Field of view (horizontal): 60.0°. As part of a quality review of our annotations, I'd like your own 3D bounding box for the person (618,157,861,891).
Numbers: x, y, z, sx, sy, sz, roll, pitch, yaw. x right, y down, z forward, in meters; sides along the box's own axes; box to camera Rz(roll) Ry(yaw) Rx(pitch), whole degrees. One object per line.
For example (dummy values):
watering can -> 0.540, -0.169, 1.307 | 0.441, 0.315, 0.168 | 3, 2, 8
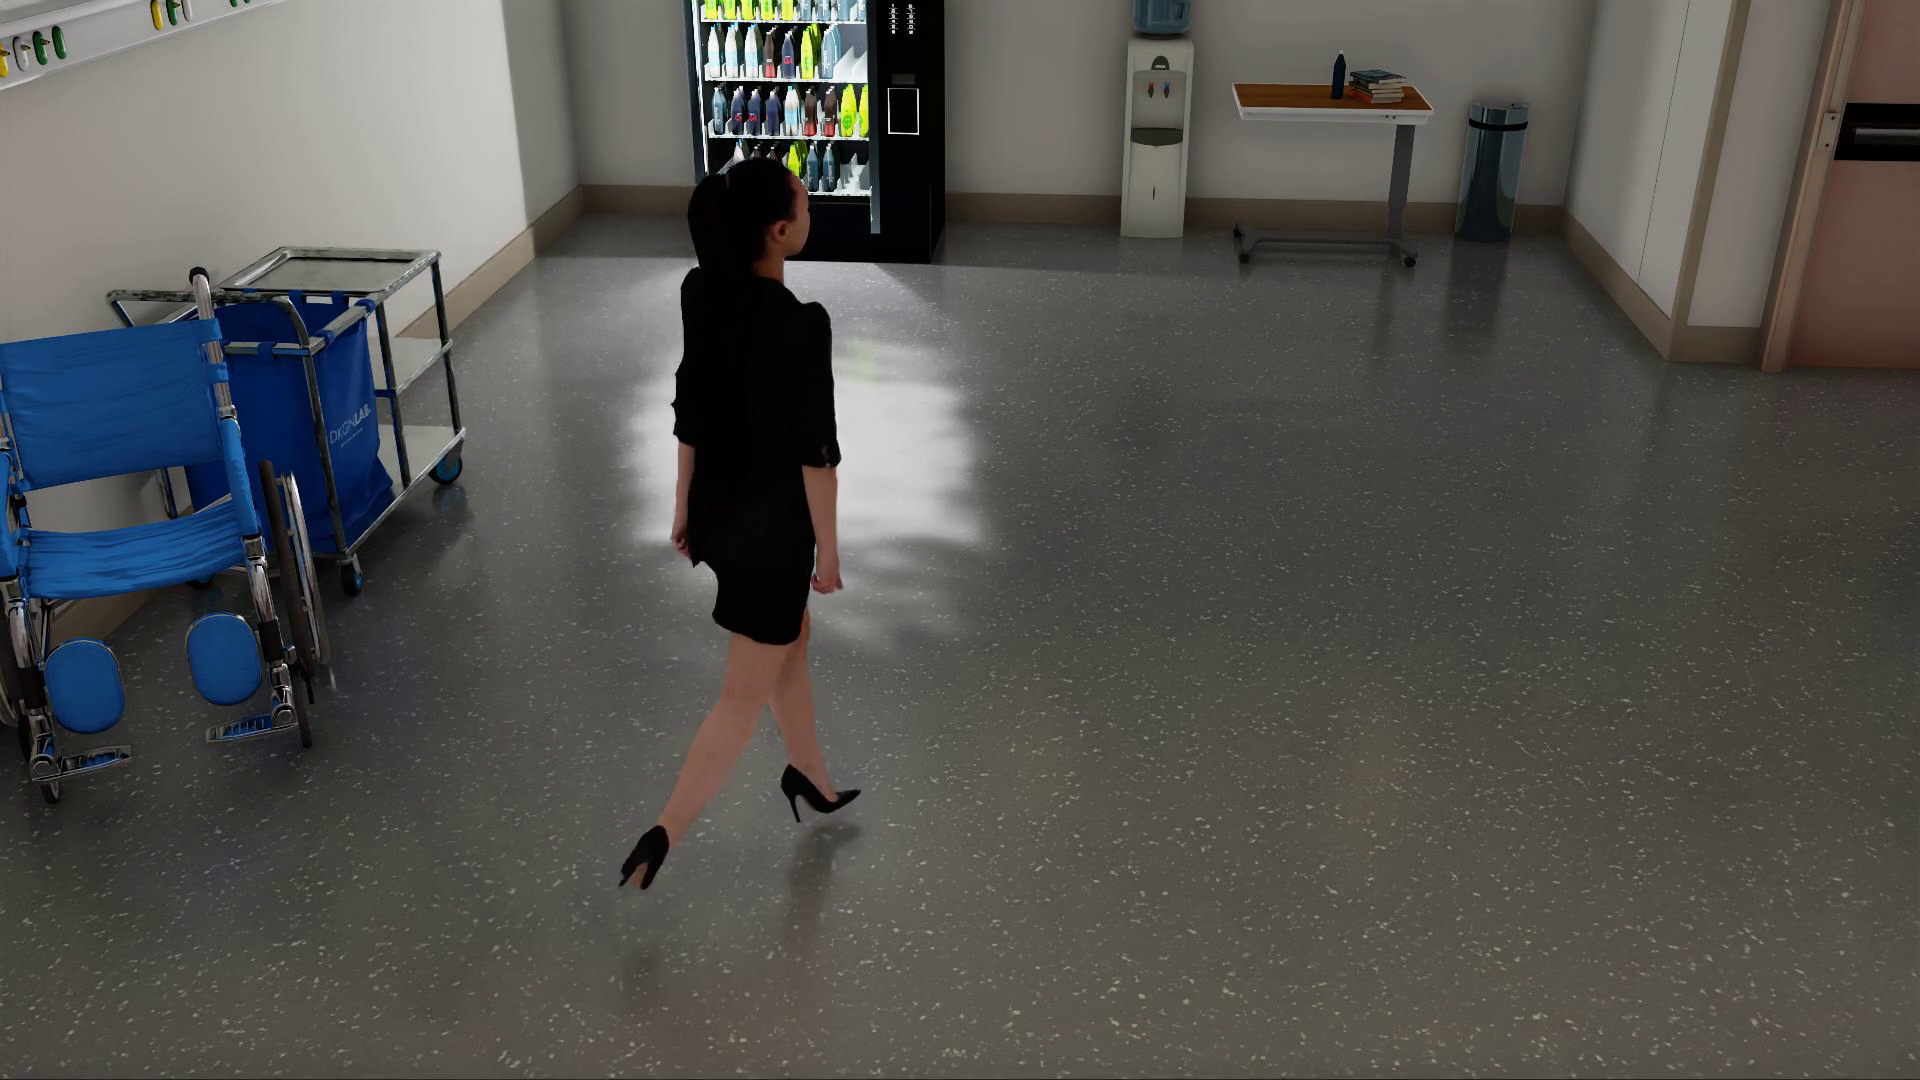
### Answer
person -> -0.520, 0.035, 3.669 | 0.991, 1.665, 1.019 | 20, 32, 35
